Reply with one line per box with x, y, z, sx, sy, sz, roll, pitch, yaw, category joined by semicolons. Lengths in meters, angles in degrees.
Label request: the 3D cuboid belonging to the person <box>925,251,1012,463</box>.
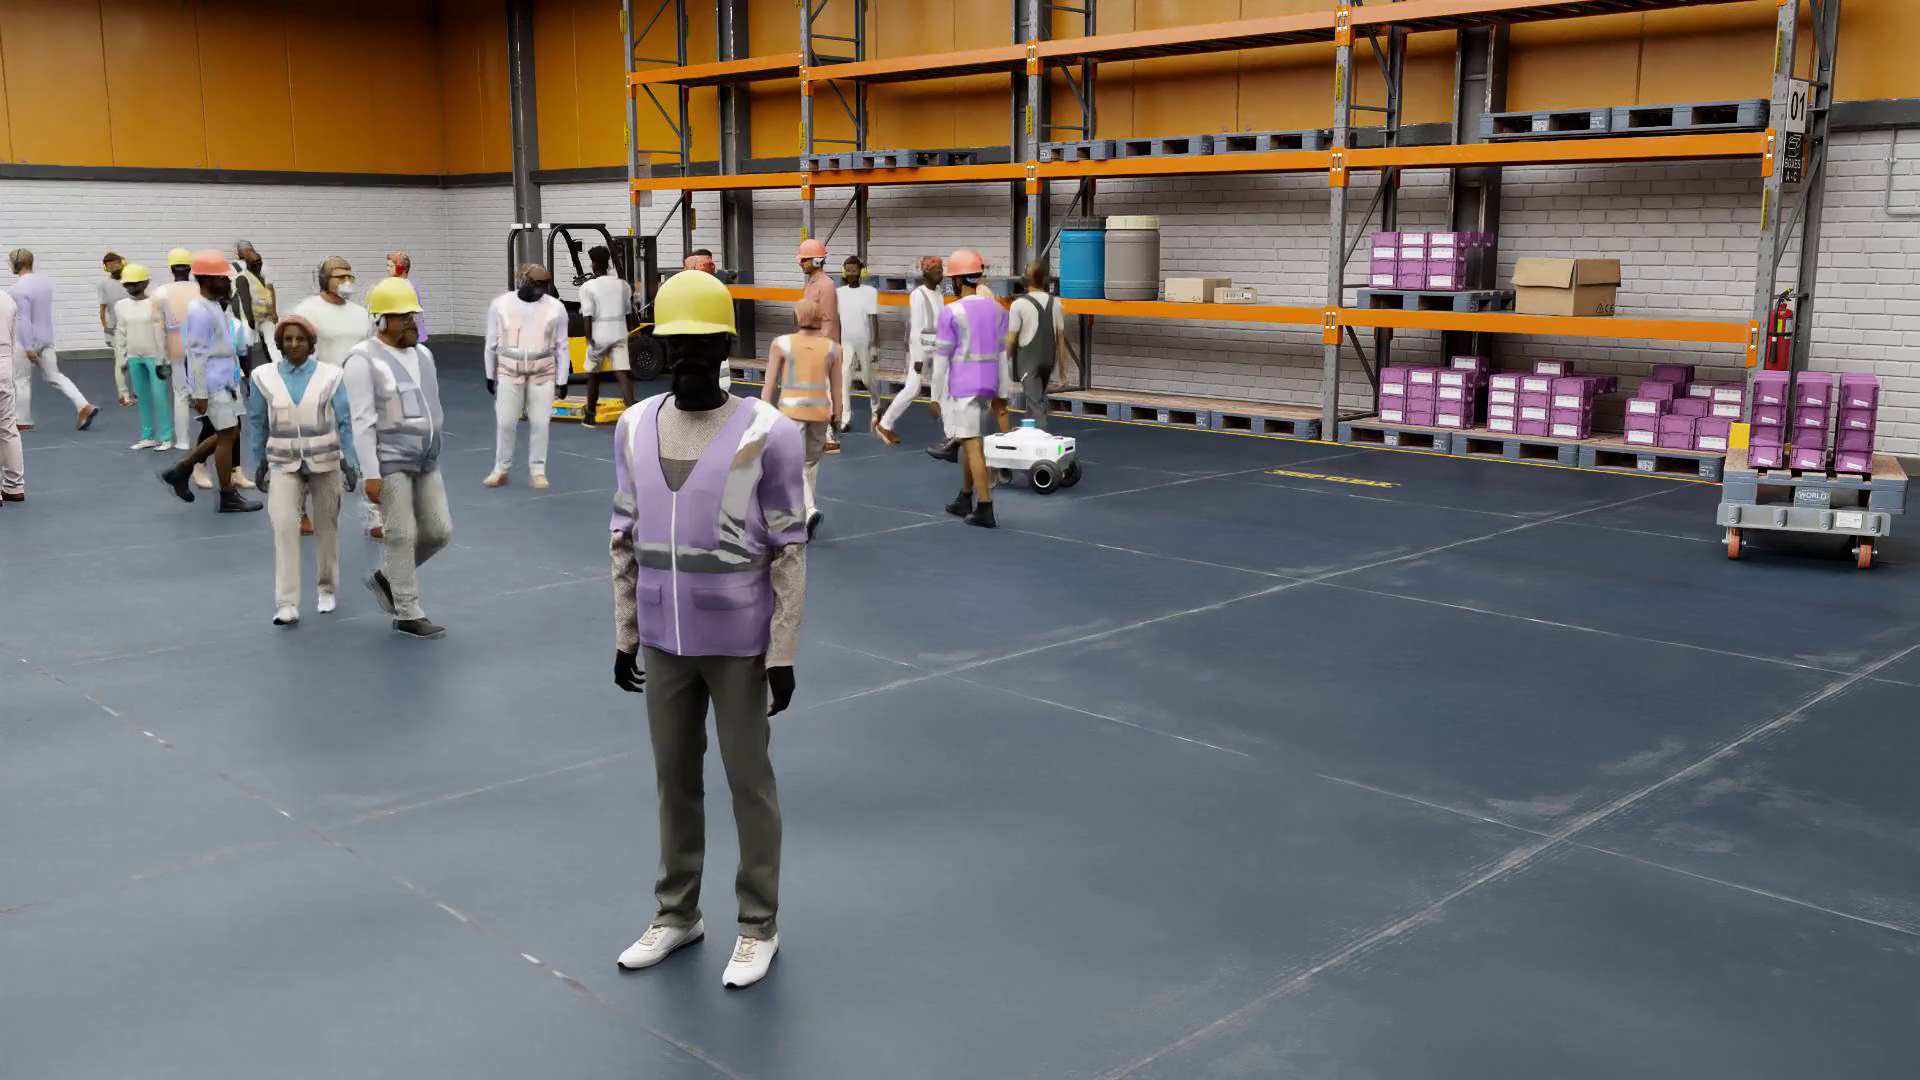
0.107;-1.631;14.881;0.952;1.875;0.559;-1;10;-7;person

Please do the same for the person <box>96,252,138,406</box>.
-9.921;-2.486;19.676;0.489;1.825;0.561;6;12;31;person

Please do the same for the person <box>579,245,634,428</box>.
-3.651;-2.087;17.275;0.611;1.924;0.989;-7;13;-35;person

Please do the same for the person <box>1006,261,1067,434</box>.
0.600;-1.494;14.355;0.535;1.792;0.950;-6;12;-32;person

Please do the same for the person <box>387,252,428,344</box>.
-5.638;-2.003;16.994;0.388;1.847;0.563;-3;11;-15;person

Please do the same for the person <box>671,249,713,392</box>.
-2.802;-2.155;17.738;0.860;1.891;0.595;10;14;43;person

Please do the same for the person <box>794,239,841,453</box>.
-1.330;-1.797;15.505;0.406;1.987;0.622;-4;11;-21;person

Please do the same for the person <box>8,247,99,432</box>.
-9.434;-2.043;17.071;0.918;1.915;0.629;1;10;4;person

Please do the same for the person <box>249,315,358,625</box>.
-3.418;-0.359;8.673;0.538;1.599;0.801;-3;11;-15;person

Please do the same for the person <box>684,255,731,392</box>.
-1.801;-1.048;11.691;0.356;1.883;0.572;3;11;14;person

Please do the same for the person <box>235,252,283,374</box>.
-9.916;-3.151;23.428;0.940;1.795;0.641;3;11;17;person

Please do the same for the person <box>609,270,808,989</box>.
-0.693;0.245;4.509;0.589;1.930;0.355;4;11;22;person

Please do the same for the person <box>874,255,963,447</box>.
-0.379;-1.803;15.952;0.973;1.845;0.580;5;12;26;person

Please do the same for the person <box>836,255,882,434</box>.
-1.043;-2.042;17.277;0.531;1.827;0.972;3;11;18;person

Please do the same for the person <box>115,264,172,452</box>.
-7.672;-1.700;15.623;0.552;1.746;0.494;1;10;7;person

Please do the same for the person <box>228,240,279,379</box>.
-10.020;-3.307;23.576;0.744;2.000;1.024;0;10;0;person

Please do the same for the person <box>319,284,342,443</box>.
-5.997;-1.740;16.166;0.381;1.613;0.527;2;11;12;person

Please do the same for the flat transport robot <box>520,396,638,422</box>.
-4.288;-1.454;18.305;1.431;0.197;0.652;5;11;25;flat transport robot

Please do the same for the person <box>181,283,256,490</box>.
-5.867;-1.228;13.179;0.368;1.690;0.575;6;12;30;person

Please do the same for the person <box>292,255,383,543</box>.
-4.154;-0.931;11.019;0.975;1.909;0.631;7;12;33;person

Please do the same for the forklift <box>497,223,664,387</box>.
-5.316;-3.263;22.920;2.313;2.155;1.214;-10;14;-44;forklift

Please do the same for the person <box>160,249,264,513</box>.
-5.484;-1.139;12.077;0.603;1.922;0.561;-3;11;-15;person

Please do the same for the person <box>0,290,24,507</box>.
-7.314;-1.194;12.424;0.409;1.909;0.639;1;10;5;person

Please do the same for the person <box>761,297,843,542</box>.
-1.019;-0.799;11.053;0.564;1.610;0.726;-4;11;-21;person

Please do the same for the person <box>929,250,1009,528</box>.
0.013;-1.061;11.671;0.564;1.907;0.815;-8;13;-38;person

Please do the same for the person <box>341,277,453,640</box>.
-2.834;-0.403;8.351;0.495;1.817;0.597;5;11;25;person

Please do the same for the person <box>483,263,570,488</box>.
-3.447;-1.295;13.263;0.679;1.803;0.465;-2;11;-11;person

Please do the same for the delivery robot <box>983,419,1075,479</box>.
0.546;-0.718;13.260;0.707;0.478;0.477;5;12;26;delivery robot

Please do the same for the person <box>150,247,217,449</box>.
-7.270;-1.788;15.668;0.610;1.927;0.487;-6;12;-28;person
